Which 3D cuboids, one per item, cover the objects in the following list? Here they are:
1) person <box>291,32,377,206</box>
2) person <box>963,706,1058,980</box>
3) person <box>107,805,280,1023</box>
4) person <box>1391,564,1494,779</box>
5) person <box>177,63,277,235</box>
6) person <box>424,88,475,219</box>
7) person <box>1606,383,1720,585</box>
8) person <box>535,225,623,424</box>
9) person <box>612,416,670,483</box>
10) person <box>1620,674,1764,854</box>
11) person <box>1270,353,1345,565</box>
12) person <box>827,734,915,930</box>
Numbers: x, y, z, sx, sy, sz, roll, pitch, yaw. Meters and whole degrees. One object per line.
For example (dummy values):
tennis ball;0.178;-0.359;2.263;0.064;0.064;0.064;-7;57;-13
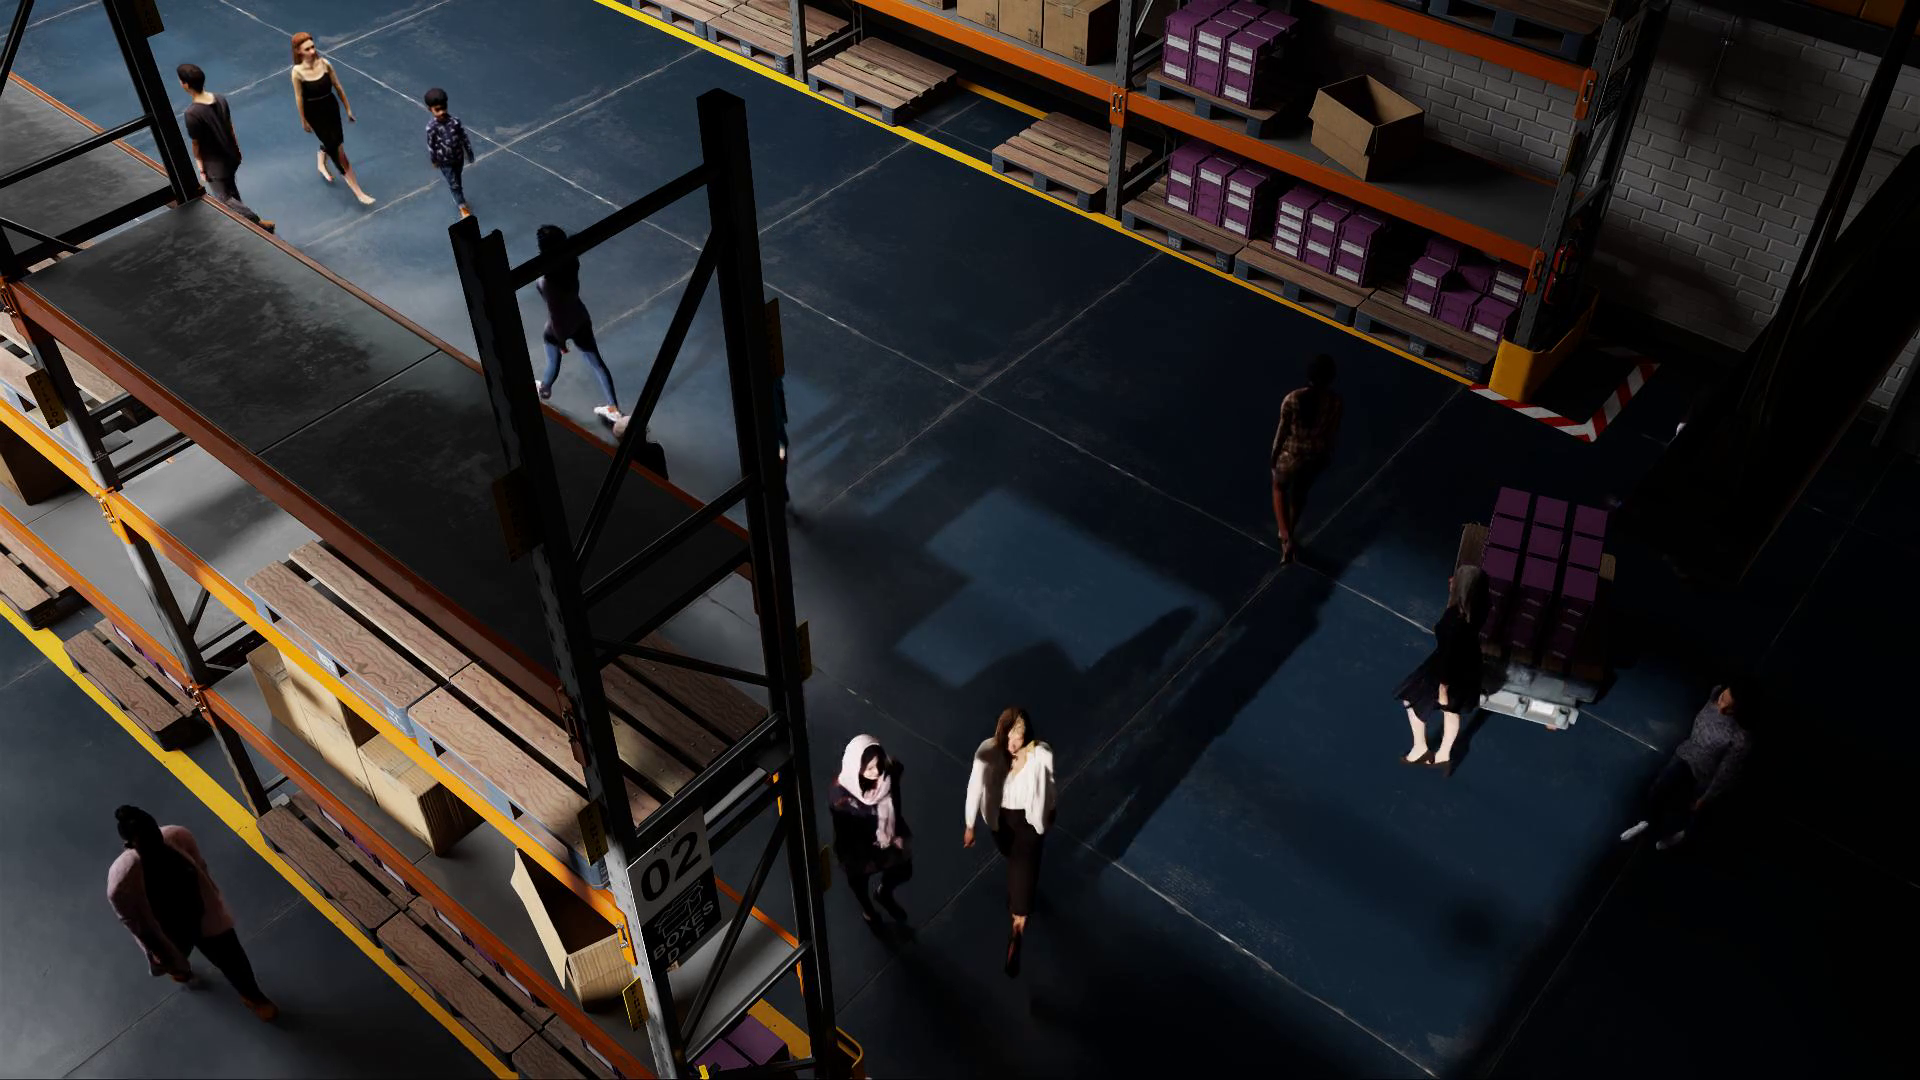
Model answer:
person;-5.854;-3.884;15.199;1.122;1.576;0.566;30;51;28
person;0.307;1.505;9.365;1.132;1.821;1.084;5;44;5
person;-4.272;1.984;8.942;1.078;1.712;0.702;28;50;26
person;3.068;0.849;10.117;0.657;1.733;0.607;30;51;28
person;-6.425;-3.333;14.534;1.065;1.696;0.835;14;45;15
person;-4.638;-3.518;15.073;0.647;1.220;0.876;-25;49;-24
person;4.939;-0.470;11.555;0.870;1.659;1.112;-22;48;-22
person;-2.901;-1.601;12.726;1.208;1.682;0.791;20;47;20
person;-2.214;-0.146;11.154;0.814;1.771;0.714;-25;49;-24
person;4.378;1.306;9.659;0.848;1.703;0.782;-5;44;-5
person;2.361;-0.504;11.504;0.858;1.779;0.891;2;44;2
person;-0.567;1.599;9.407;0.709;1.627;0.747;-26;49;-24
